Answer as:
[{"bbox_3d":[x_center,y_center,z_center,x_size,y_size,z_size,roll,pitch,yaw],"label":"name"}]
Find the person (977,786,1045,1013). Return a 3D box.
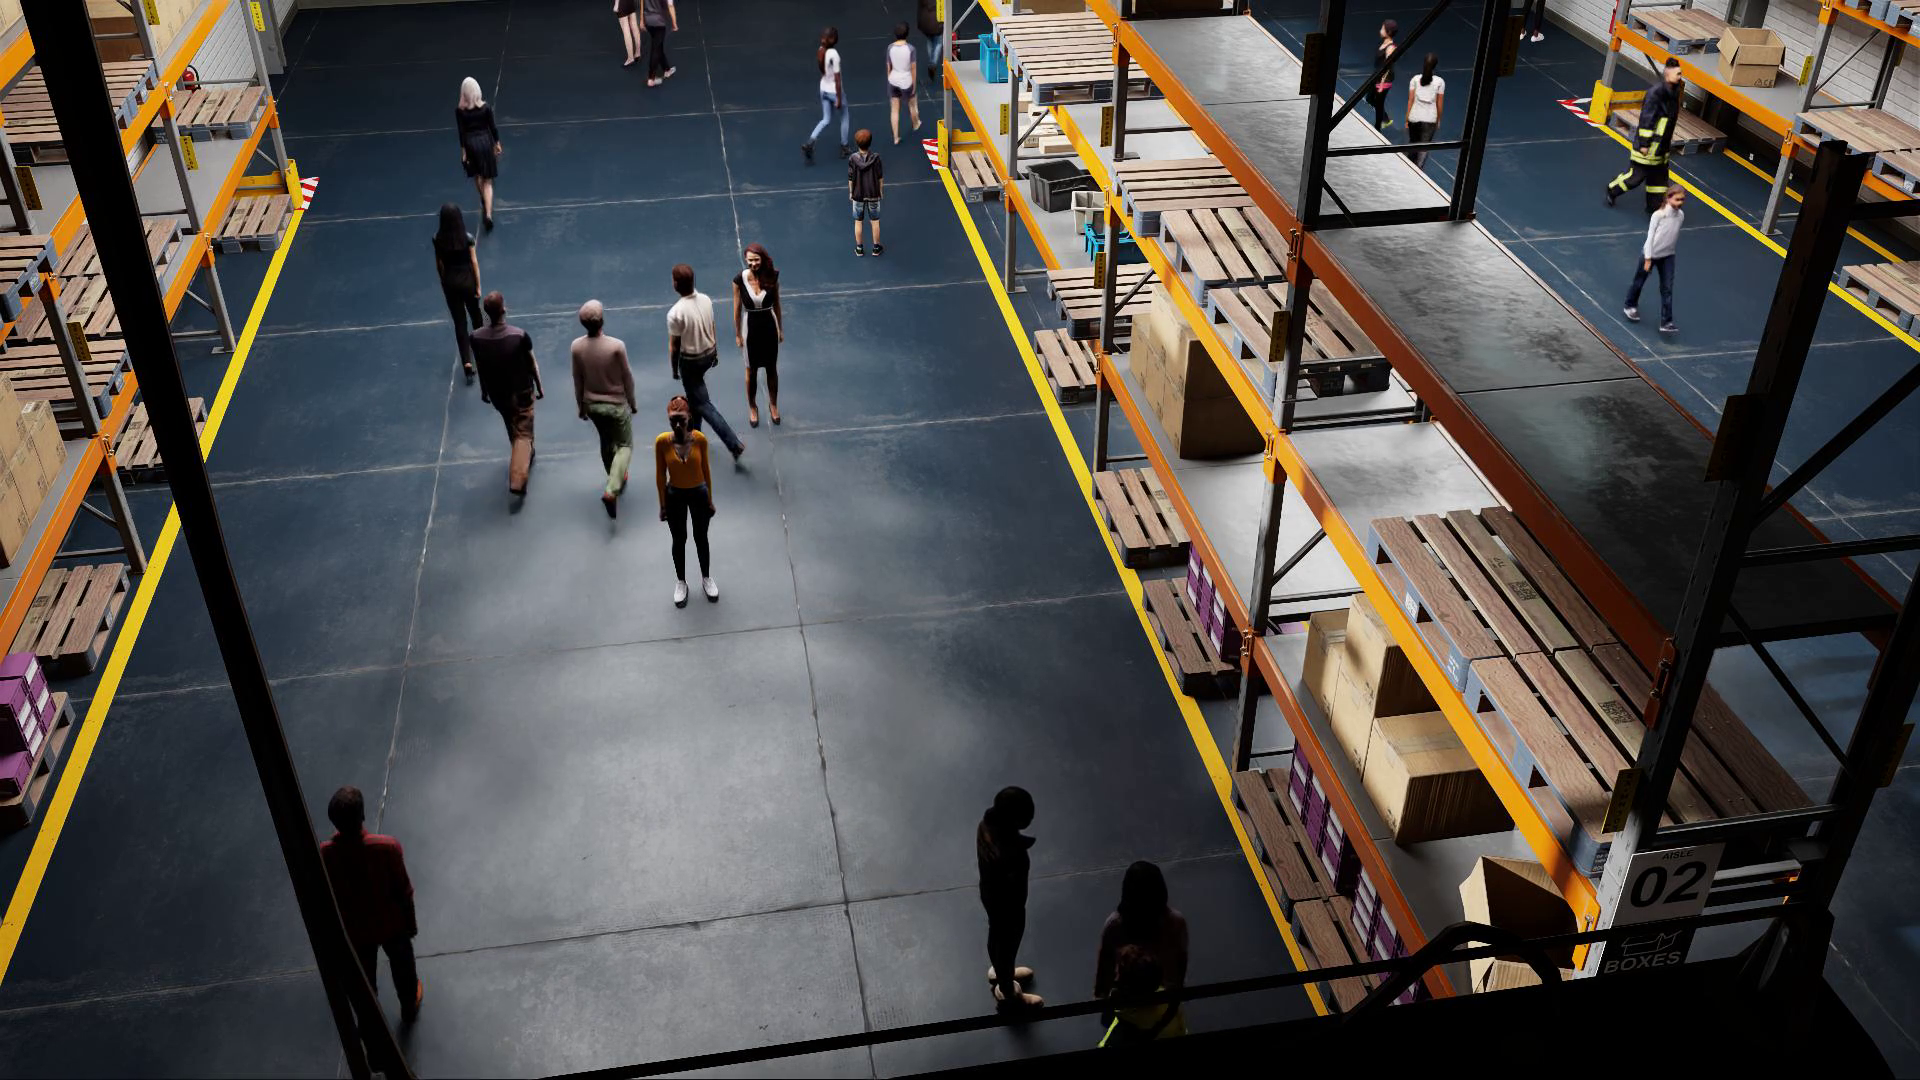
[{"bbox_3d":[0.237,2.049,9.433,0.658,1.659,0.592,9,35,13],"label":"person"}]

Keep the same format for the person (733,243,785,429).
[{"bbox_3d":[-1.827,-1.874,15.212,0.599,1.796,0.497,-7,34,-11],"label":"person"}]

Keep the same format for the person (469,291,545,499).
[{"bbox_3d":[-3.871,-1.222,14.225,0.902,1.804,1.252,3,34,5],"label":"person"}]

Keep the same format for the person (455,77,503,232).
[{"bbox_3d":[-5.503,-4.401,19.088,0.688,1.714,1.092,-9,35,-13],"label":"person"}]

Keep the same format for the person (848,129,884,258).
[{"bbox_3d":[-1.054,-3.872,18.534,0.565,1.446,0.546,-1,34,-2],"label":"person"}]

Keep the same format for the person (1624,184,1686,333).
[{"bbox_3d":[7.108,-2.942,17.066,0.582,1.521,1.012,-2,34,-4],"label":"person"}]

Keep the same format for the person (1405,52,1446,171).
[{"bbox_3d":[5.597,-5.057,20.159,0.904,1.620,1.085,12,35,17],"label":"person"}]

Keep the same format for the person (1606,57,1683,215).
[{"bbox_3d":[8.057,-4.708,19.435,0.939,1.841,1.099,-18,38,-25],"label":"person"}]

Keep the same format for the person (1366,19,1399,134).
[{"bbox_3d":[5.567,-6.002,21.649,0.670,1.545,0.613,1,34,1],"label":"person"}]

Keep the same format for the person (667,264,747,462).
[{"bbox_3d":[-2.252,-1.507,14.646,1.265,1.812,1.181,22,40,30],"label":"person"}]

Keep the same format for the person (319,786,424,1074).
[{"bbox_3d":[-3.254,2.153,9.143,0.705,1.809,1.013,-6,34,-9],"label":"person"}]

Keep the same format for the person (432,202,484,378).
[{"bbox_3d":[-4.840,-2.383,16.075,0.596,1.688,1.106,-7,34,-10],"label":"person"}]

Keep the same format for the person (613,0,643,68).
[{"bbox_3d":[-4.848,-7.793,24.085,0.711,1.831,0.610,14,36,20],"label":"person"}]

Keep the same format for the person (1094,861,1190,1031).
[{"bbox_3d":[0.981,2.438,8.905,0.645,1.596,0.747,-5,34,-7],"label":"person"}]

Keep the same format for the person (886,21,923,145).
[{"bbox_3d":[-0.769,-5.877,21.472,0.812,1.533,1.029,8,34,12],"label":"person"}]

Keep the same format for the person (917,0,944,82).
[{"bbox_3d":[-0.392,-7.336,23.588,0.860,1.620,1.025,8,34,11],"label":"person"}]

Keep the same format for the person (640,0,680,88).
[{"bbox_3d":[-4.311,-7.212,23.308,0.973,1.724,1.061,15,37,22],"label":"person"}]

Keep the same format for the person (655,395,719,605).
[{"bbox_3d":[-2.120,-0.319,12.914,0.605,1.751,0.569,-8,34,-12],"label":"person"}]

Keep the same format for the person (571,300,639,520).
[{"bbox_3d":[-2.977,-1.068,13.950,0.909,1.851,1.185,5,34,7],"label":"person"}]

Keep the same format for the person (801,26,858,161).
[{"bbox_3d":[-1.676,-5.569,20.862,0.969,1.696,1.049,-24,40,-31],"label":"person"}]

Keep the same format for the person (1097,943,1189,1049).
[{"bbox_3d":[0.951,2.783,8.085,1.317,1.930,1.209,25,41,33],"label":"person"}]

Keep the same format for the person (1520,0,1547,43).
[{"bbox_3d":[8.764,-8.456,25.166,0.700,1.739,0.774,25,41,33],"label":"person"}]
